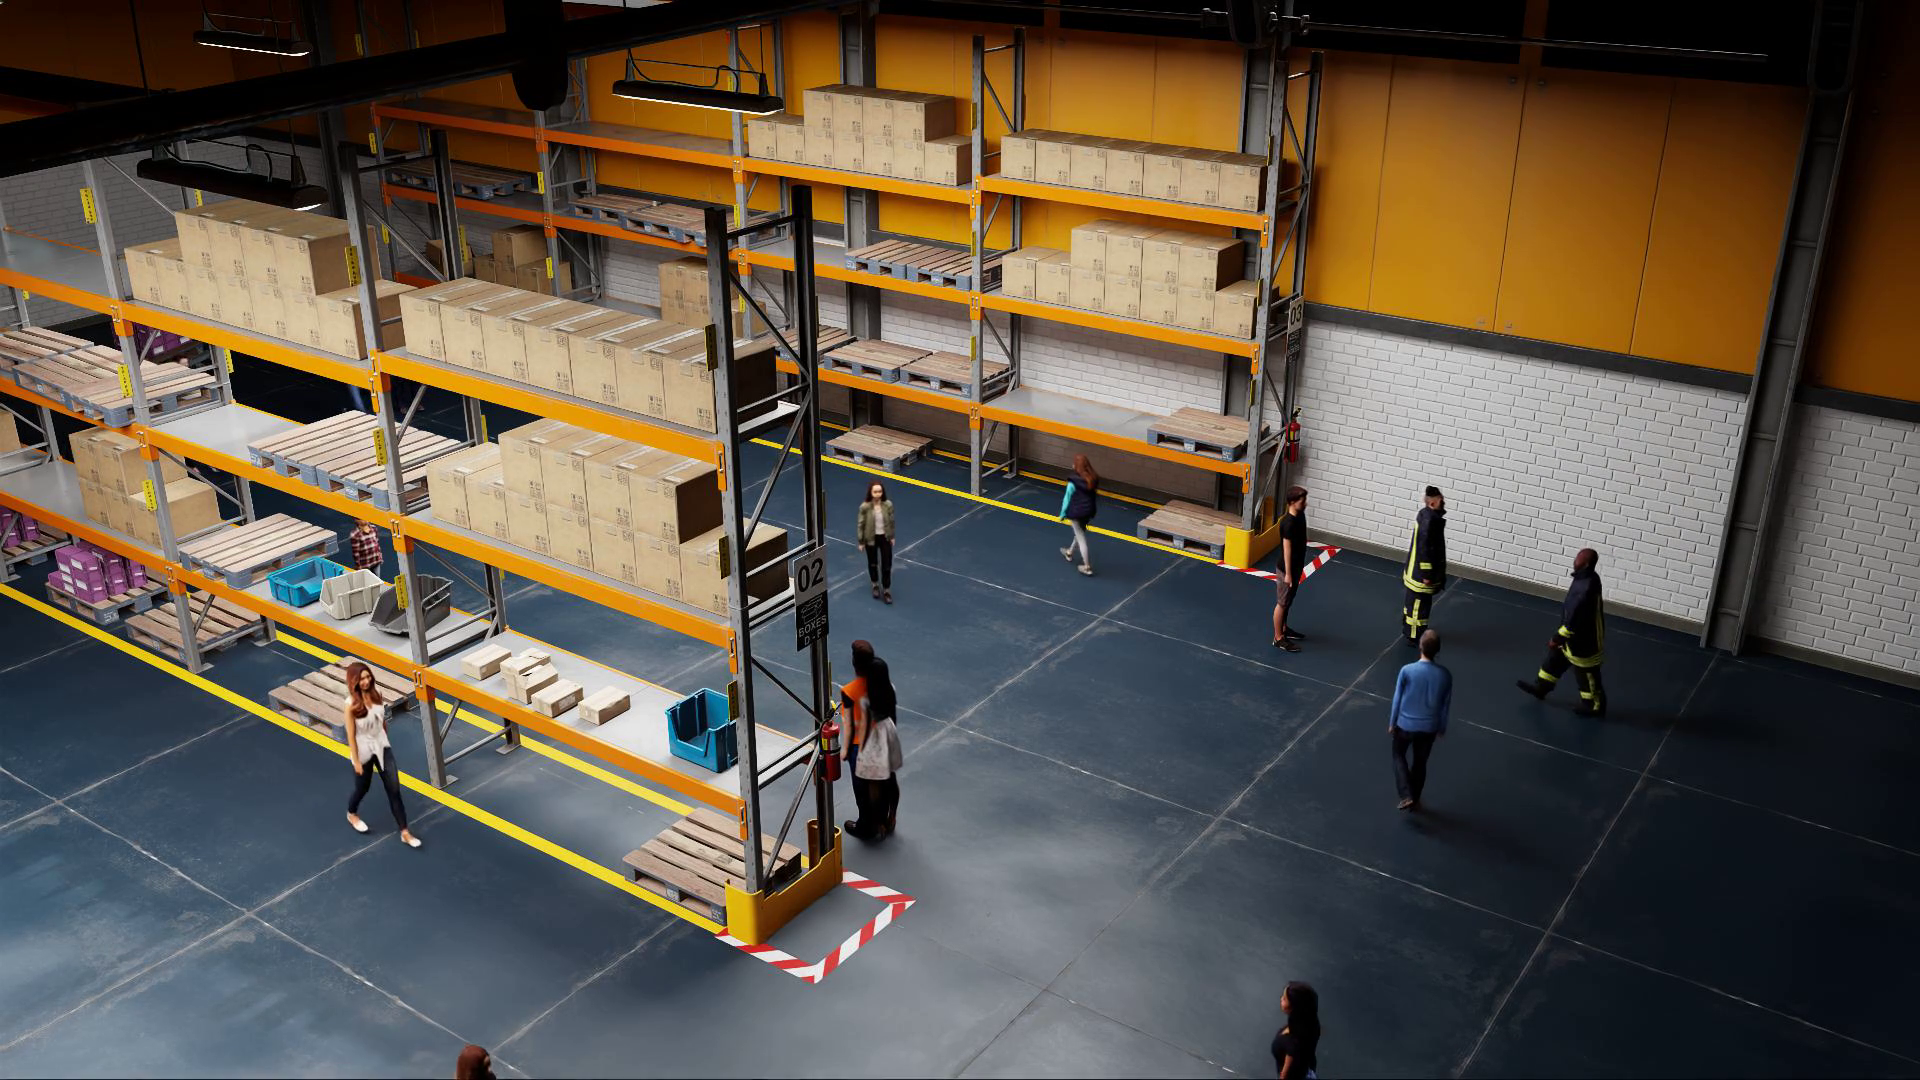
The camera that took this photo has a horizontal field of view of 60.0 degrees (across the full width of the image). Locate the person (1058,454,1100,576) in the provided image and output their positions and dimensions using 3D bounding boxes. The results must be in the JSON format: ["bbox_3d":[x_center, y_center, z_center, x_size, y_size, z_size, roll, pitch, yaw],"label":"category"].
[{"bbox_3d":[1.495,-0.287,19.914,0.742,1.478,0.949,-17,29,-34],"label":"person"}]

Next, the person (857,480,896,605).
[{"bbox_3d":[-0.971,-0.025,19.333,0.817,1.464,0.876,-4,24,-9],"label":"person"}]

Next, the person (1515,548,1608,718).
[{"bbox_3d":[6.330,0.952,16.701,1.219,1.782,0.932,8,25,18],"label":"person"}]

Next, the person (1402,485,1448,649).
[{"bbox_3d":[5.085,0.256,18.192,0.841,1.863,0.861,5,24,12],"label":"person"}]

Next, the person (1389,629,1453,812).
[{"bbox_3d":[4.136,1.684,14.995,0.903,1.807,0.932,2,24,5],"label":"person"}]

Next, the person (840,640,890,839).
[{"bbox_3d":[-0.825,1.757,14.725,0.731,1.888,0.698,-20,31,-38],"label":"person"}]

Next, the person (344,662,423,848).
[{"bbox_3d":[-5.257,1.872,14.644,1.105,1.744,0.656,14,27,29],"label":"person"}]

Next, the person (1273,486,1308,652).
[{"bbox_3d":[3.601,0.275,18.150,0.660,1.862,0.718,9,25,20],"label":"person"}]

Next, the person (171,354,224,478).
[{"bbox_3d":[-10.603,-1.680,22.724,0.819,1.779,0.766,5,24,11],"label":"person"}]

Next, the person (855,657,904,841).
[{"bbox_3d":[-0.718,1.831,14.698,0.706,1.774,0.707,-20,30,-38],"label":"person"}]

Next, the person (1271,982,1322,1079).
[{"bbox_3d":[2.246,3.627,10.670,1.137,1.709,0.720,10,25,21],"label":"person"}]
